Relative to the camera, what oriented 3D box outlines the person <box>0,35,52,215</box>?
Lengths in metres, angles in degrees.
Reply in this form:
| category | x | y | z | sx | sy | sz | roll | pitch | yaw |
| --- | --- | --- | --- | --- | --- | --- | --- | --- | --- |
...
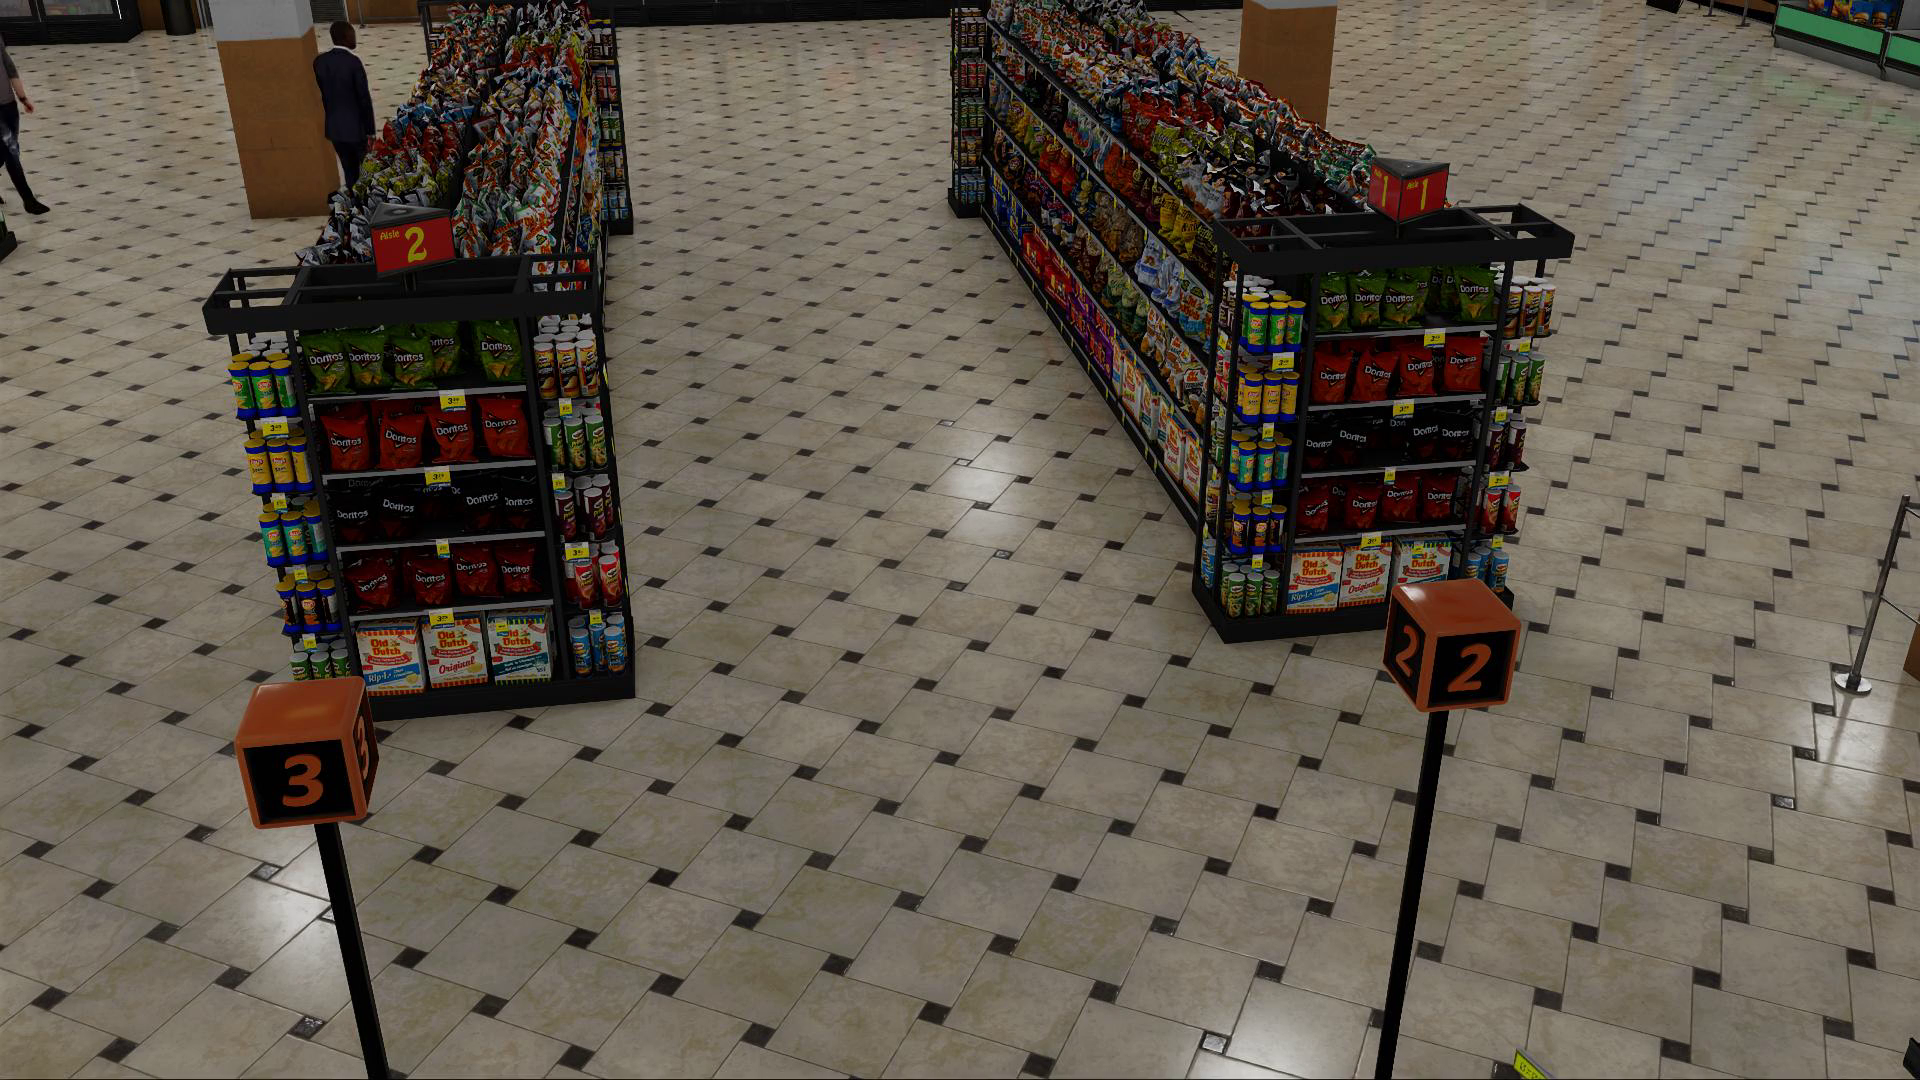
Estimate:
| category | x | y | z | sx | sy | sz | roll | pitch | yaw |
| --- | --- | --- | --- | --- | --- | --- | --- | --- | --- |
| person | -8.633 | -3.861 | 14.784 | 1.137 | 1.876 | 1.224 | 9 | 28 | 18 |

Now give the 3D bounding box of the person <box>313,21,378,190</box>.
| category | x | y | z | sx | sy | sz | roll | pitch | yaw |
| --- | --- | --- | --- | --- | --- | --- | --- | --- | --- |
| person | -5.144 | -3.393 | 13.937 | 0.905 | 1.807 | 0.972 | 9 | 28 | 17 |
